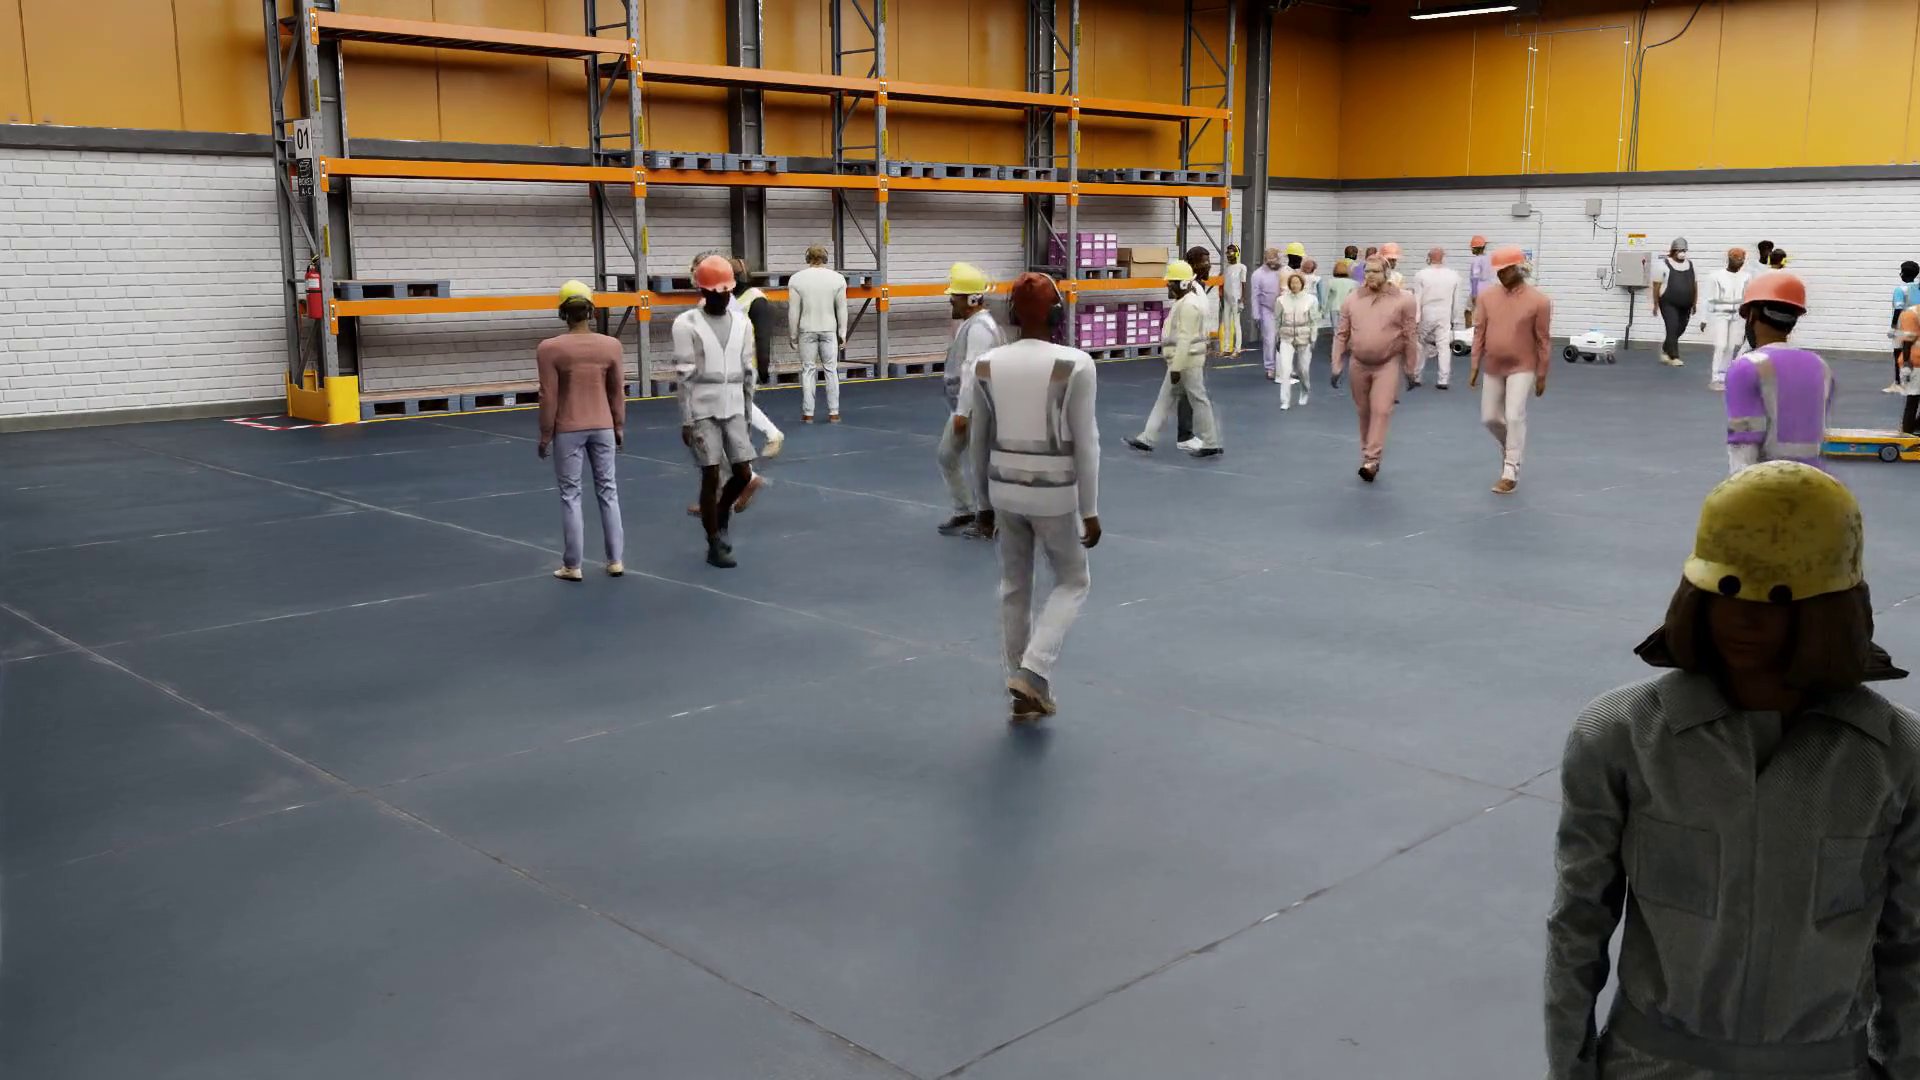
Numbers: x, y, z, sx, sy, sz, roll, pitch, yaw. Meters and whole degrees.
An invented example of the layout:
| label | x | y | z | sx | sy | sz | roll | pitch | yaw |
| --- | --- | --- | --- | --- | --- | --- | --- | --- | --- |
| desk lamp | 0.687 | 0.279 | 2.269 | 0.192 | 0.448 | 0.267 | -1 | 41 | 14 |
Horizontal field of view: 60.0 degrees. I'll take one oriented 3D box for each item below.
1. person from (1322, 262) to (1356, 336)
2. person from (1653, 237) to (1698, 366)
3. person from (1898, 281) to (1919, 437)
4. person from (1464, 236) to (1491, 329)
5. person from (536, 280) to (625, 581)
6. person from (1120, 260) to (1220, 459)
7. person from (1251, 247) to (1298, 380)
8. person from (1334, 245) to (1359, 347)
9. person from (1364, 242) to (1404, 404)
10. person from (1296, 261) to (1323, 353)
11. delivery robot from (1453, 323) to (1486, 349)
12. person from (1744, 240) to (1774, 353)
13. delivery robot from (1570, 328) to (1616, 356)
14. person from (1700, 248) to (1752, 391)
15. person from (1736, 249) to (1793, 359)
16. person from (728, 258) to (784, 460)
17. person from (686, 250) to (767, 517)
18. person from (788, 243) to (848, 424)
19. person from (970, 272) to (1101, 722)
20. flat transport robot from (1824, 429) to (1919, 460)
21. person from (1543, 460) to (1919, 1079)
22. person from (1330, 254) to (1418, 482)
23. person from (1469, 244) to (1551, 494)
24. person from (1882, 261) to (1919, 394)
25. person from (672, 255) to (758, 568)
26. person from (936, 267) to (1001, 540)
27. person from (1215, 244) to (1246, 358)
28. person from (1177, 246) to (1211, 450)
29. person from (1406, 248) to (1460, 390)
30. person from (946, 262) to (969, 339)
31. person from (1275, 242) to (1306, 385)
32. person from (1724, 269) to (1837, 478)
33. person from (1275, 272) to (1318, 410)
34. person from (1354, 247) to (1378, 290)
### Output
| label | x | y | z | sx | sy | sz | roll | pitch | yaw |
| --- | --- | --- | --- | --- | --- | --- | --- | --- | --- |
| person | 6.147 | -3.700 | 26.942 | 0.511 | 1.593 | 0.839 | 0 | 10 | -2 |
| person | 11.205 | -3.768 | 26.091 | 0.684 | 2.000 | 0.914 | -1 | 10 | -6 |
| person | 8.756 | -1.582 | 15.126 | 0.555 | 1.684 | 0.347 | -3 | 11 | -17 |
| person | 9.461 | -4.522 | 30.295 | 0.798 | 2.021 | 0.667 | 9 | 14 | 42 |
| person | -2.219 | -0.626 | 9.764 | 0.539 | 1.776 | 0.383 | -7 | 12 | -33 |
| person | 1.929 | -1.607 | 14.979 | 0.947 | 1.784 | 0.612 | 0 | 10 | 0 |
| person | 4.394 | -3.167 | 23.302 | 0.694 | 1.864 | 0.448 | -2 | 11 | -12 |
| person | 7.052 | -4.415 | 30.190 | 0.429 | 1.838 | 0.622 | -6 | 12 | -30 |
| person | 5.118 | -2.588 | 19.976 | 0.575 | 1.936 | 0.372 | -5 | 11 | -25 |
| person | 5.962 | -3.996 | 28.574 | 0.512 | 1.584 | 0.933 | 6 | 12 | 31 |
| delivery robot | 8.658 | -3.397 | 27.868 | 0.707 | 0.478 | 0.477 | 6 | 12 | 30 |
| person | 12.608 | -3.710 | 26.053 | 0.626 | 1.931 | 0.667 | -4 | 11 | -20 |
| delivery robot | 10.025 | -3.120 | 26.359 | 0.477 | 0.478 | 0.707 | -5 | 12 | -27 |
| person | 10.063 | -2.873 | 21.719 | 0.625 | 1.851 | 0.673 | -1 | 10 | -3 |
| person | 10.676 | -2.939 | 22.131 | 0.768 | 1.842 | 0.534 | 10 | 14 | 43 |
| person | -1.899 | -1.548 | 14.574 | 0.516 | 1.828 | 0.630 | -9 | 13 | -39 |
| person | -1.701 | -1.092 | 11.823 | 0.513 | 1.919 | 0.644 | 1 | 10 | 4 |
| person | -1.527 | -2.216 | 17.908 | 0.636 | 1.936 | 0.354 | -2 | 11 | -10 |
| person | 0.314 | -0.159 | 6.866 | 0.607 | 1.871 | 0.413 | 6 | 12 | 28 |
| flat transport robot | 8.066 | -0.888 | 15.218 | 1.431 | 0.197 | 0.652 | 2 | 11 | 13 |
| person | 1.041 | 0.754 | 2.248 | 0.494 | 1.741 | 0.305 | 3 | 11 | 15 |
| person | 3.401 | -1.420 | 13.797 | 0.669 | 1.855 | 0.976 | 6 | 12 | 30 |
| person | 4.414 | -1.375 | 13.280 | 0.625 | 1.961 | 0.767 | 9 | 14 | 40 |
| person | 12.077 | -2.707 | 21.249 | 0.541 | 1.693 | 0.316 | -5 | 11 | -24 |
| person | -1.491 | -0.780 | 10.176 | 0.546 | 1.908 | 0.472 | -7 | 12 | -34 |
| person | 0.038 | -0.892 | 11.041 | 0.570 | 1.812 | 0.604 | -2 | 11 | -9 |
| person | 4.486 | -3.933 | 27.451 | 0.327 | 1.874 | 0.520 | -8 | 13 | -38 |
| person | 2.204 | -1.818 | 15.790 | 0.380 | 1.918 | 0.596 | 2 | 11 | 10 |
| person | 6.284 | -2.940 | 22.101 | 0.665 | 1.850 | 1.006 | -1 | 10 | -4 |
| person | 0.023 | -1.846 | 16.380 | 0.462 | 1.754 | 0.549 | -2 | 11 | -10 |
| person | 4.515 | -3.088 | 22.698 | 0.381 | 1.923 | 0.592 | 4 | 11 | 22 |
| person | 3.225 | -0.135 | 6.699 | 0.576 | 1.877 | 0.864 | -3 | 11 | -18 |
| person | 3.948 | -2.346 | 19.519 | 0.509 | 1.609 | 0.787 | 4 | 11 | 19 |
| person | 7.303 | -4.265 | 29.465 | 0.866 | 1.803 | 0.644 | -5 | 12 | -27 |
